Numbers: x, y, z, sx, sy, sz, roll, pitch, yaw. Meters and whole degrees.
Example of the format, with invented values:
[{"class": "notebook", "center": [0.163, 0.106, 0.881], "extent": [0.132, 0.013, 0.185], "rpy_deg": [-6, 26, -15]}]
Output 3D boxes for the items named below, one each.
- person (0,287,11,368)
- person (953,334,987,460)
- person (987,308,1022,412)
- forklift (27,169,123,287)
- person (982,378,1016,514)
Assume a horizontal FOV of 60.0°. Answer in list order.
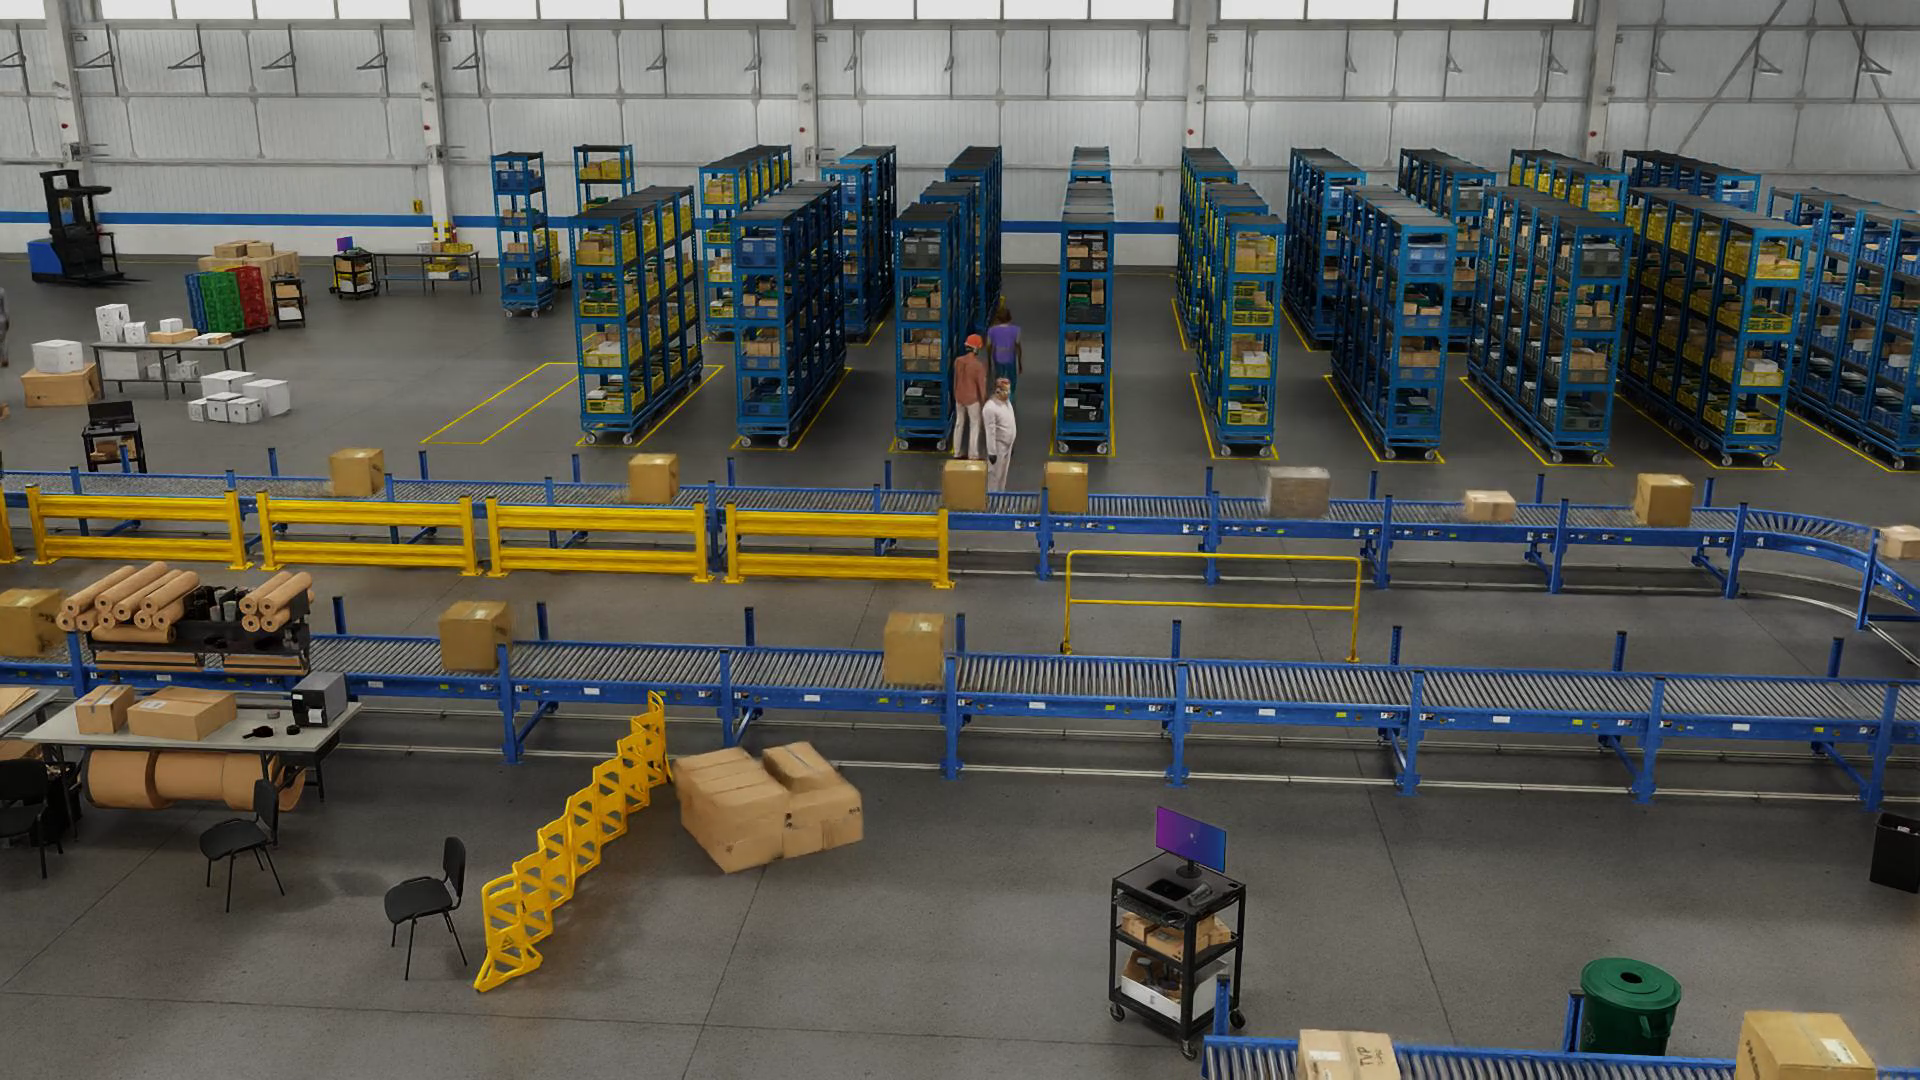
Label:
[{"class": "person", "center": [-18.491, -4.223, 31.800], "extent": [0.614, 1.926, 0.578], "rpy_deg": [-9, 19, -25]}, {"class": "person", "center": [0.166, -2.114, 25.034], "extent": [0.619, 1.983, 0.428], "rpy_deg": [16, 23, 41]}, {"class": "person", "center": [0.772, -3.034, 28.189], "extent": [0.611, 1.822, 0.681], "rpy_deg": [3, 18, 9]}, {"class": "forklift", "center": [-22.440, -7.871, 41.819], "extent": [1.873, 2.768, 1.129], "rpy_deg": [5, 18, 17]}, {"class": "person", "center": [0.552, -1.243, 22.385], "extent": [0.411, 1.908, 0.643], "rpy_deg": [8, 19, 23]}]
